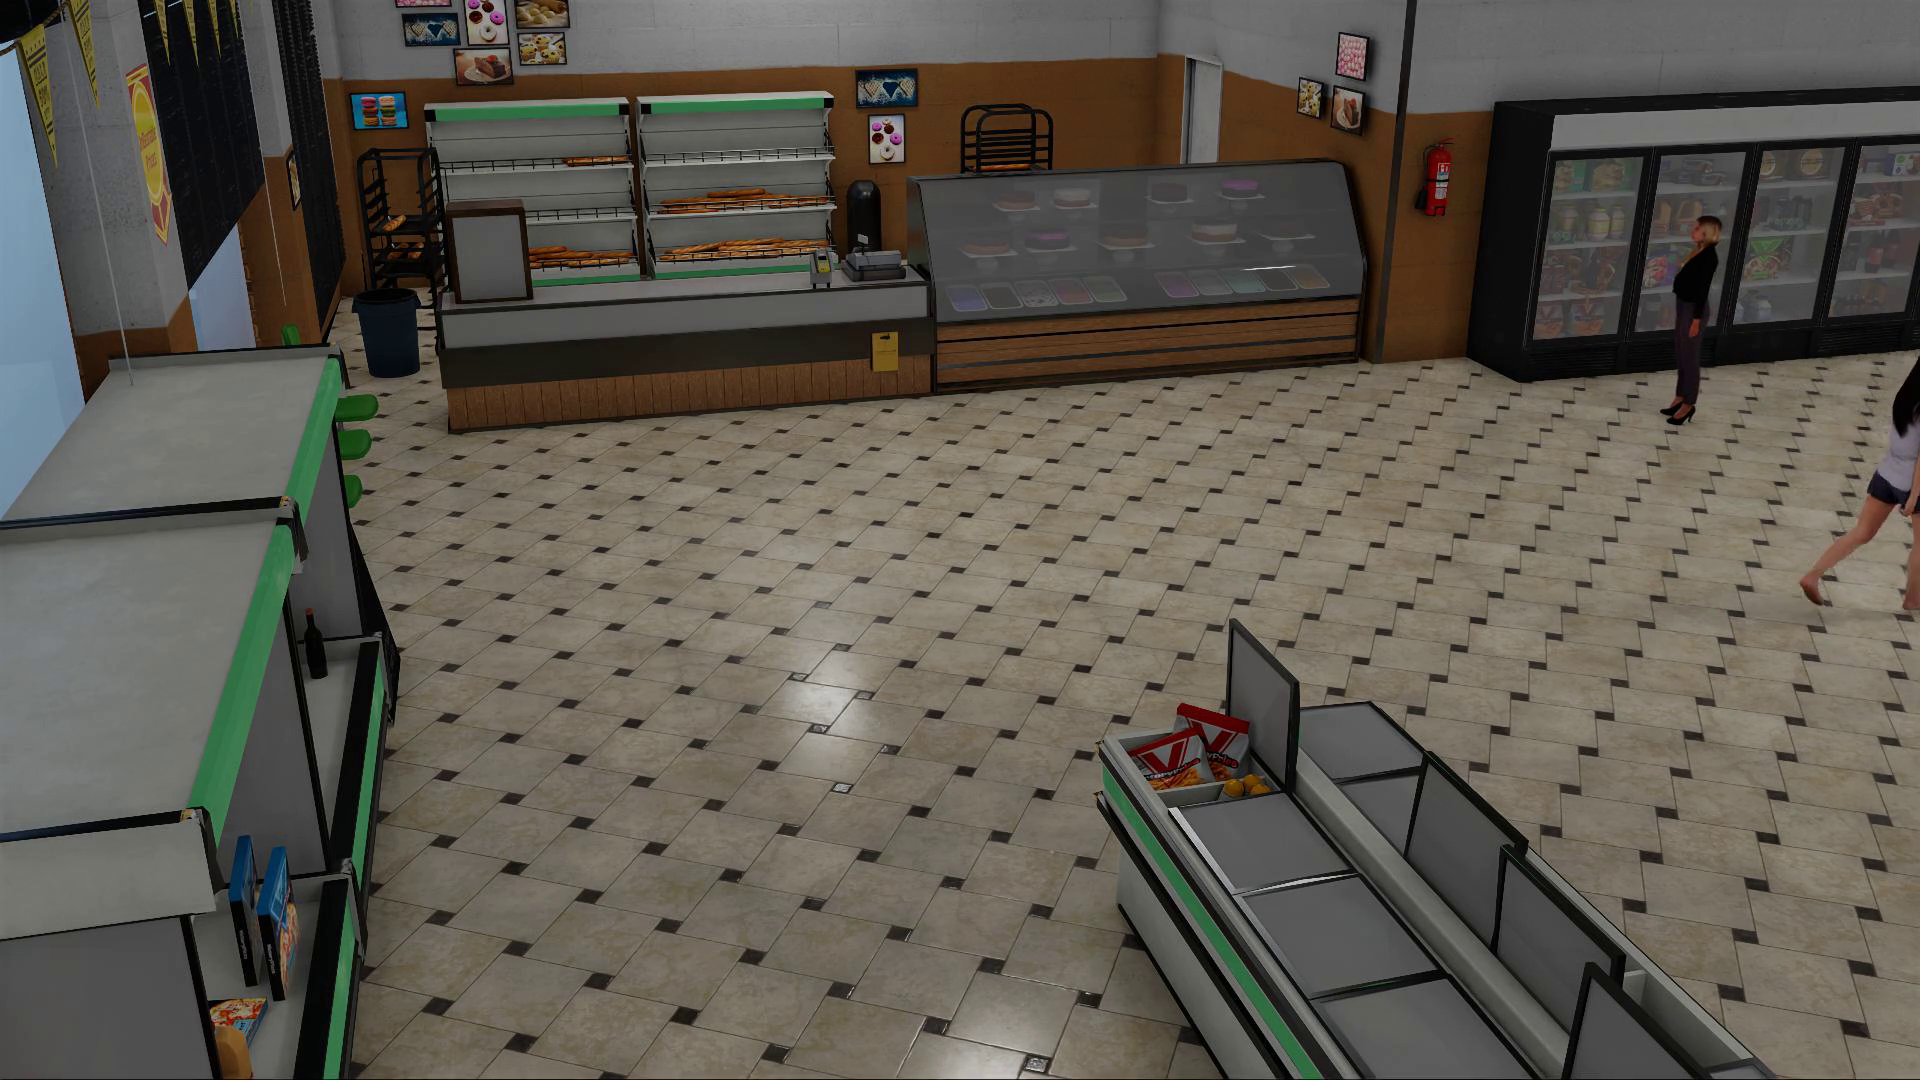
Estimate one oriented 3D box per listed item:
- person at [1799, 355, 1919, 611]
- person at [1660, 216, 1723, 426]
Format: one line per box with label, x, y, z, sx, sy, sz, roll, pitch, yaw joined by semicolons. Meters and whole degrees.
person;5.455;-0.326;9.739;0.750;1.669;1.077;-3;22;-8
person;5.882;-1.761;13.313;0.736;1.667;0.604;4;22;9
